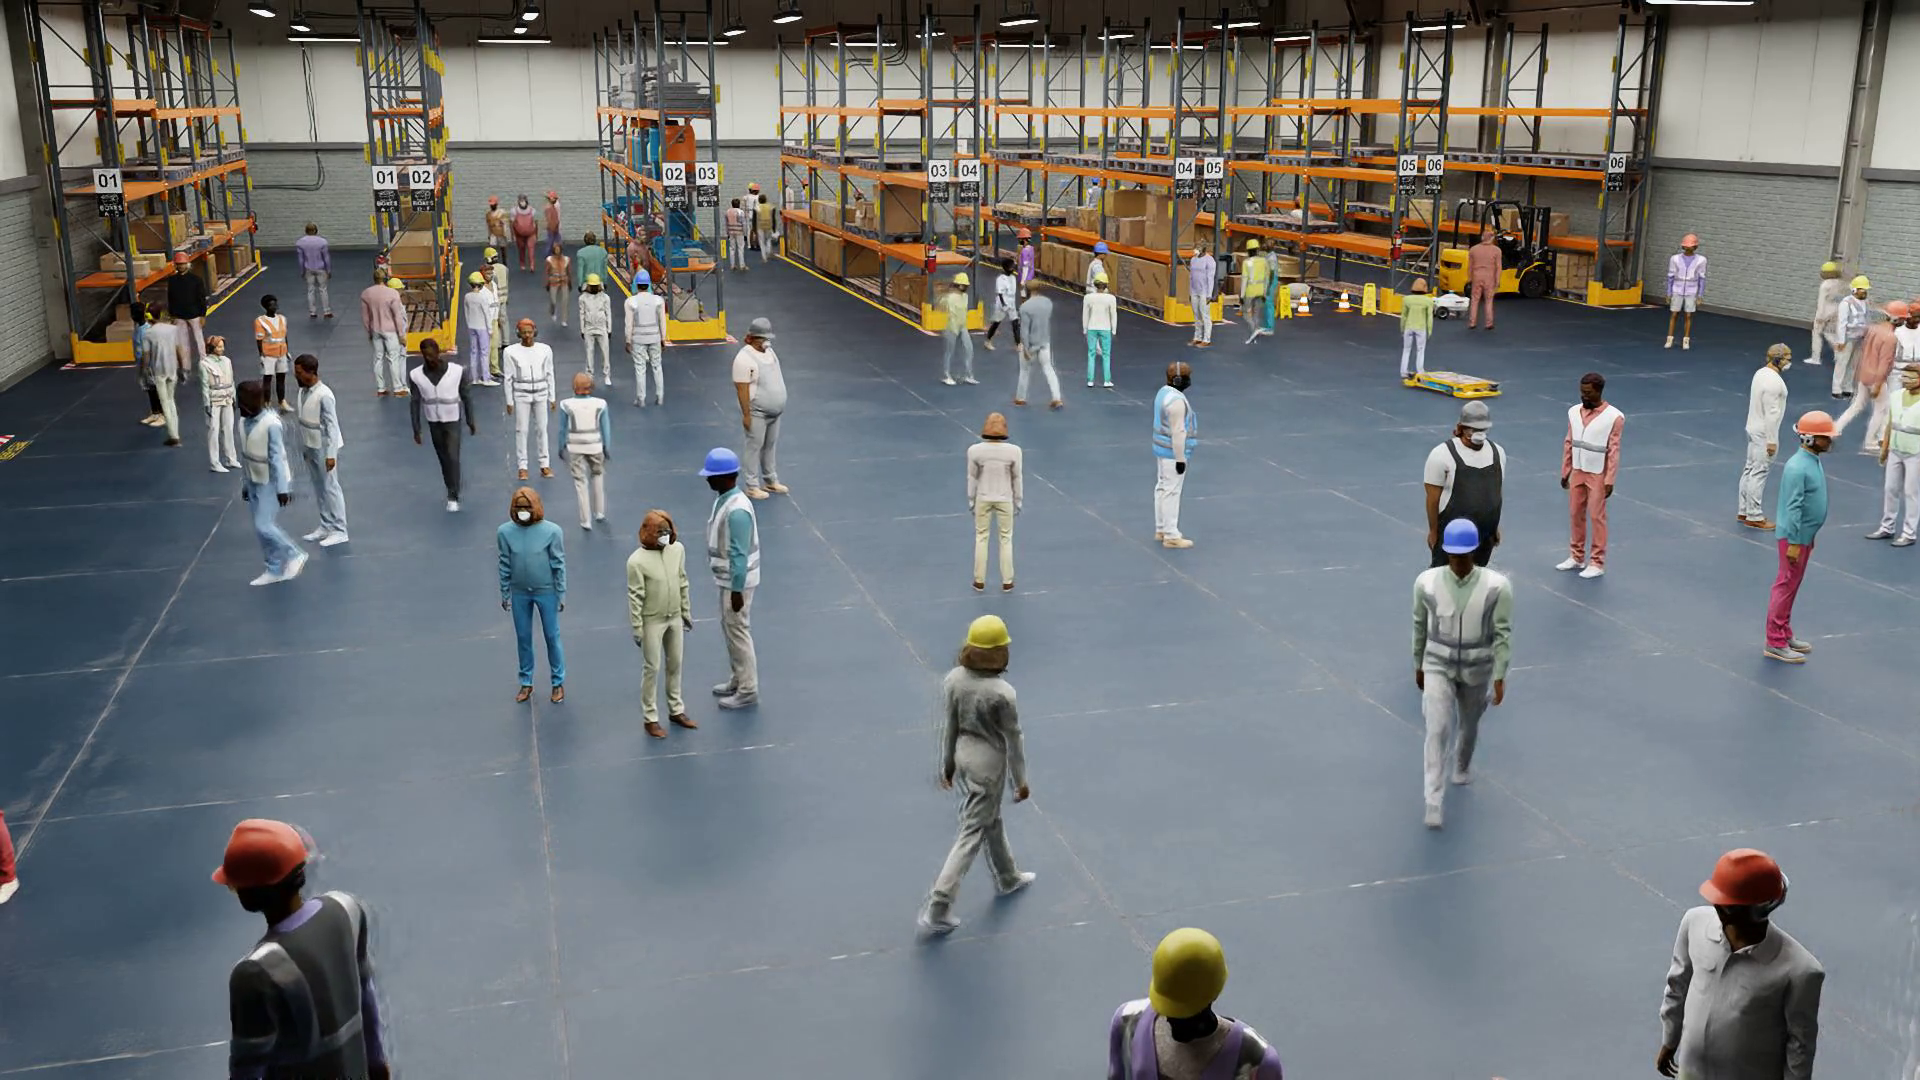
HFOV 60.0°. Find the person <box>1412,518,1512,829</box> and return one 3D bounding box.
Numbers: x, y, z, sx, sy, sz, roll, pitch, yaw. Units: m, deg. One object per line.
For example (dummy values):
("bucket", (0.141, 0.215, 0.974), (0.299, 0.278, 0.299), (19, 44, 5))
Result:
("person", (3.112, 0.754, 10.383), (0.597, 1.906, 0.996), (4, 15, 16))

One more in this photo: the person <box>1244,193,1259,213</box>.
("person", (8.316, -9.073, 47.650), (0.493, 1.741, 0.299), (13, 20, 41))

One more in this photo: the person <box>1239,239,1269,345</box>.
("person", (5.270, -4.454, 29.951), (0.624, 1.899, 0.466), (-8, 17, -29))

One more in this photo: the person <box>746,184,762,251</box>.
("person", (-5.969, -9.397, 48.507), (0.543, 1.932, 0.376), (14, 20, 42))

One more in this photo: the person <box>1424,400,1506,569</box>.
("person", (4.091, -0.119, 13.384), (0.683, 2.000, 0.536), (-4, 15, -14))

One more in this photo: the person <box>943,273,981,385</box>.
("person", (0.031, -3.244, 25.725), (0.738, 1.739, 0.539), (12, 19, 37))

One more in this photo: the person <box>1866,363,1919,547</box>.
("person", (9.441, -0.855, 16.545), (0.389, 1.837, 0.576), (-5, 16, -18))

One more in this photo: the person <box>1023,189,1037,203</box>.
("person", (2.013, -9.414, 48.582), (0.434, 1.935, 0.628), (-3, 15, -11))

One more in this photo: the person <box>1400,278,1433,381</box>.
("person", (7.151, -3.285, 26.102), (0.507, 1.628, 0.279), (8, 17, 29))

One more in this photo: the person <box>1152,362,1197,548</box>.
("person", (2.131, -0.855, 16.535), (0.430, 1.845, 0.624), (-2, 15, -6))

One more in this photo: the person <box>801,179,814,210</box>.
("person", (-4.774, -10.274, 51.817), (0.381, 1.928, 0.546), (9, 18, 32))

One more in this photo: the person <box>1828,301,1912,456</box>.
("person", (11.280, -2.011, 20.697), (0.784, 1.954, 0.640), (2, 15, 6))

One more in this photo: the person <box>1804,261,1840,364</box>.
("person", (14.497, -3.788, 27.780), (0.495, 1.724, 0.501), (-9, 17, -29))

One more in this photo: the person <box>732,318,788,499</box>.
("person", (-2.193, -1.480, 18.506), (0.535, 2.000, 0.685), (7, 17, 26))

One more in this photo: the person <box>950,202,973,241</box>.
("person", (0.113, -9.853, 50.073), (0.829, 2.017, 0.619), (-4, 15, -16))

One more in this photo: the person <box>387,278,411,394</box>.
("person", (-8.434, -3.064, 25.035), (0.286, 1.746, 0.489), (-10, 18, -34))

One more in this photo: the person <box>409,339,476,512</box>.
("person", (-5.588, -1.249, 17.950), (0.615, 1.871, 0.903), (0, 15, -1))

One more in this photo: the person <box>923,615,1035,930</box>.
("person", (0.108, 1.230, 8.961), (0.899, 1.699, 0.500), (-13, 20, -41))

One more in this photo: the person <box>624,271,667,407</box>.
("person", (-4.536, -2.891, 23.994), (0.618, 1.945, 0.395), (-8, 17, -26))

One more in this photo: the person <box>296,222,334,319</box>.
("person", (-13.003, -5.426, 33.554), (0.630, 1.938, 0.373), (-2, 15, -7))

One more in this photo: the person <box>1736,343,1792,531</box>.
("person", (8.318, -1.073, 17.184), (0.372, 1.934, 0.627), (3, 15, 11))

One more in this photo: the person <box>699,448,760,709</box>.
("person", (-1.666, 0.272, 12.121), (0.419, 1.937, 0.616), (-5, 16, -17))

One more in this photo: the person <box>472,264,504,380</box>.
("person", (-7.475, -3.444, 26.304), (0.402, 1.831, 0.571), (4, 15, 15))

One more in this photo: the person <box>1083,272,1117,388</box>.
("person", (2.152, -3.229, 25.618), (0.529, 1.765, 0.327), (4, 15, 15))

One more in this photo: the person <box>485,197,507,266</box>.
("person", (-11.986, -7.912, 43.009), (0.568, 1.883, 0.995), (0, 15, 1))

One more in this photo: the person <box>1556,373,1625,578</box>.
("person", (5.882, -0.619, 15.531), (0.403, 1.908, 0.600), (-8, 17, -29))

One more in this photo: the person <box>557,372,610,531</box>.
("person", (-3.912, -0.935, 17.267), (0.528, 1.617, 0.666), (-6, 16, -20))

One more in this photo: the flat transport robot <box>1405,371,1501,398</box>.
("flat transport robot", (7.487, -2.378, 25.278), (0.652, 0.197, 1.431), (-7, 16, -23))

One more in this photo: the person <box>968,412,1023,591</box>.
("person", (0.316, -0.340, 15.011), (0.498, 1.627, 0.273), (1, 15, 4))

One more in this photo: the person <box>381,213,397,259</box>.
("person", (-15.846, -8.715, 46.116), (0.429, 1.839, 0.633), (-10, 18, -32))

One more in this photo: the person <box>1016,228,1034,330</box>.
("person", (1.242, -5.021, 32.029), (0.359, 1.938, 0.545), (3, 15, 11))

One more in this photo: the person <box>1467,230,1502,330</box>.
("person", (10.118, -5.023, 32.099), (0.652, 1.904, 0.403), (9, 17, 29))

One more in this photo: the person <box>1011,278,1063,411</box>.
("person", (1.120, -2.785, 23.733), (0.636, 1.901, 0.998), (-10, 18, -33))

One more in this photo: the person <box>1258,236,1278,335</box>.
("person", (5.802, -4.778, 31.291), (0.336, 1.844, 0.510), (1, 15, 2))

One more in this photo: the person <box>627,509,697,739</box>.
("person", (-2.081, 0.572, 11.586), (0.287, 1.623, 0.507), (12, 19, 38))

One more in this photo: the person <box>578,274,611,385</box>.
("person", (-5.644, -3.258, 25.784), (0.485, 1.737, 0.322), (-3, 15, -10))

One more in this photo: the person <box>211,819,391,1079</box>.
("person", (-2.330, 1.906, 5.808), (0.718, 2.014, 0.650), (4, 15, 13))

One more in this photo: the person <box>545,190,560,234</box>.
("person", (-11.257, -8.718, 46.013), (0.405, 1.903, 0.636), (-1, 15, -5))
